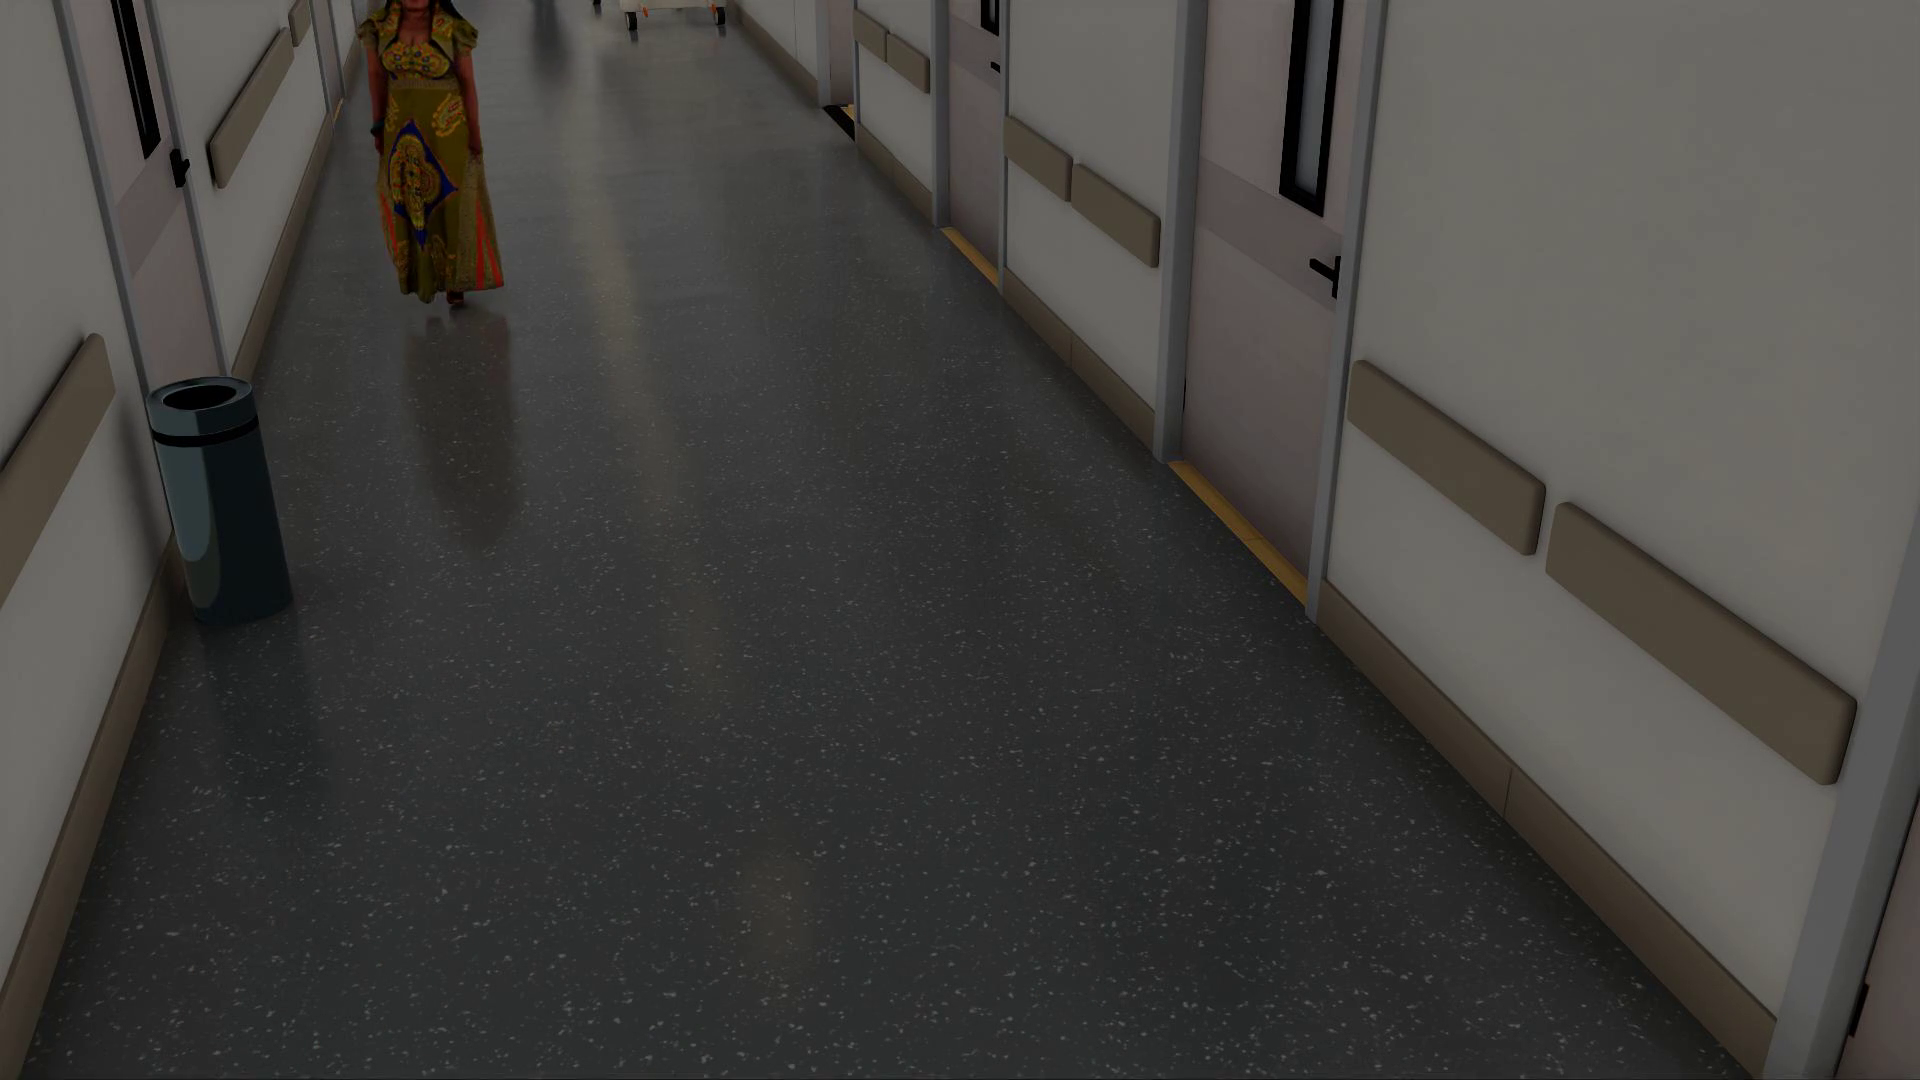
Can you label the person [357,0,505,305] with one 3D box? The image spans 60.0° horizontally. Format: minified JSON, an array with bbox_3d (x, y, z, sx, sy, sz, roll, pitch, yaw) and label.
[{"bbox_3d":[-2.509,-1.938,7.867,0.737,1.643,0.769,-6,26,-12],"label":"person"}]
